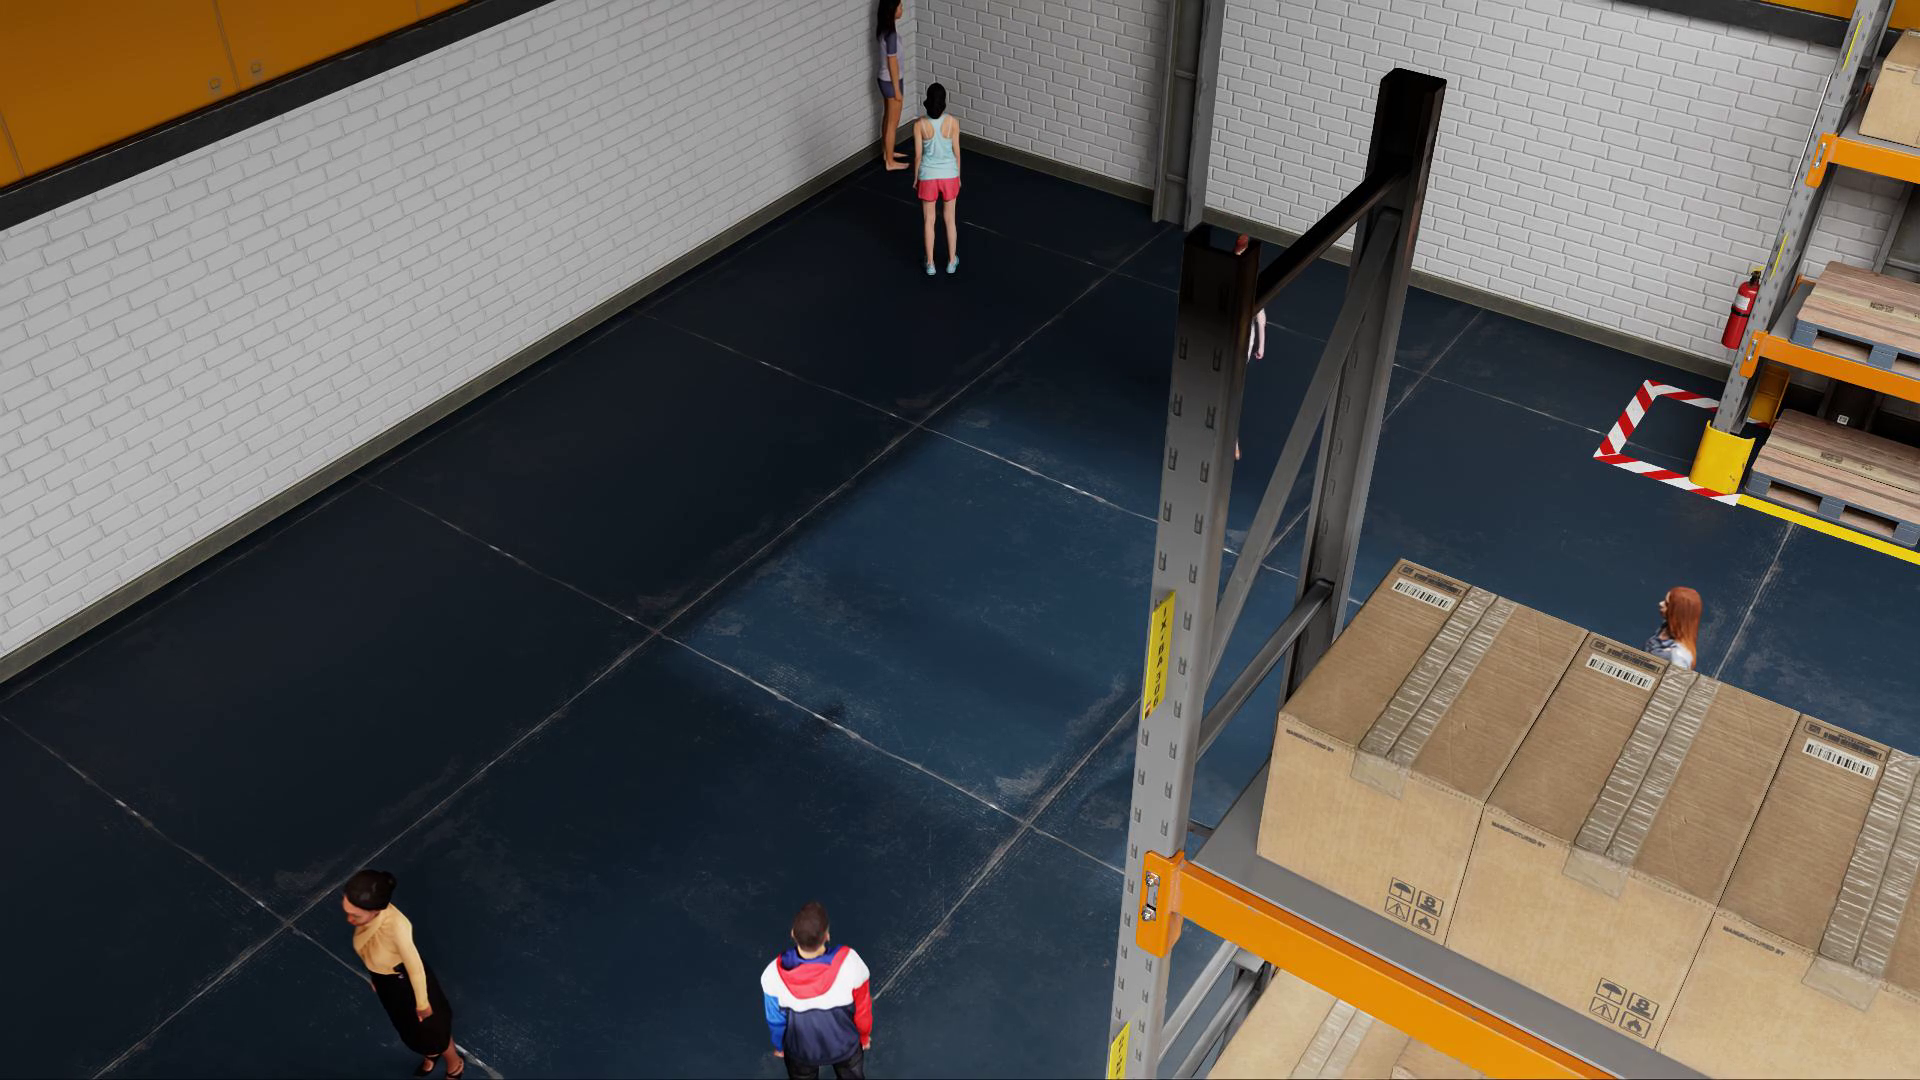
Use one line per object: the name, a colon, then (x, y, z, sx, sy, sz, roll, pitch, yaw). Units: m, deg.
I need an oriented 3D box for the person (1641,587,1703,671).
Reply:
person: (3.952, 0.944, 9.489, 0.644, 1.701, 0.684, 9, 39, 11)

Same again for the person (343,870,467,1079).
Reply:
person: (-2.680, 2.141, 8.032, 0.500, 1.649, 0.619, 26, 46, 29)

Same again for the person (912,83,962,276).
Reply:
person: (-0.192, -3.166, 14.585, 0.698, 1.765, 0.768, -3, 39, -3)

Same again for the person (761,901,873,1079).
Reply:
person: (-0.650, 2.310, 7.735, 0.688, 1.756, 0.768, -4, 39, -4)

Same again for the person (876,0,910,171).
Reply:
person: (-0.679, -4.480, 16.256, 0.716, 1.732, 0.647, -8, 39, -10)
